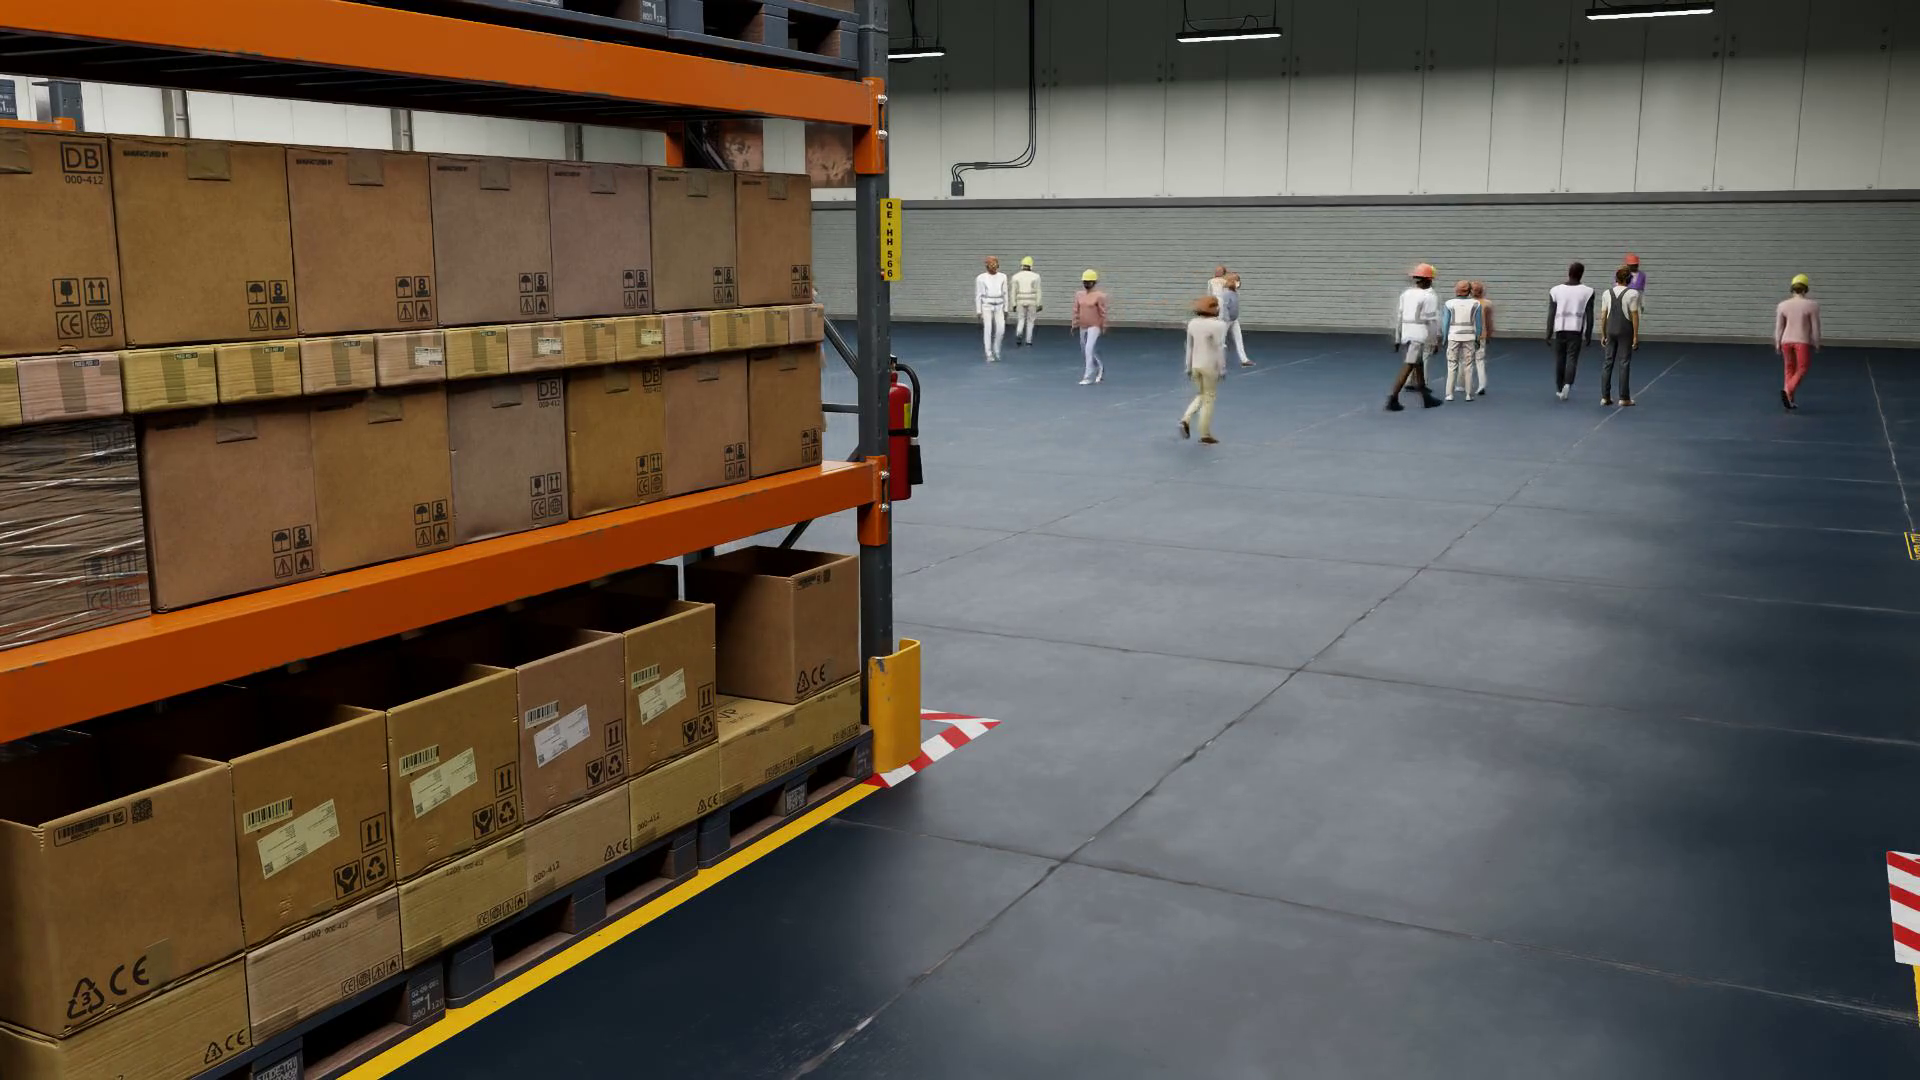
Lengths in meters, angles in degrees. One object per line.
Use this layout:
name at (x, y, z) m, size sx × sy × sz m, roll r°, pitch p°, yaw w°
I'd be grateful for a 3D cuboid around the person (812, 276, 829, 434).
person at (-1.415, -1.424, 14.901) m, size 0.451 × 1.893 × 0.671 m, roll -3°, pitch 11°, yaw -17°

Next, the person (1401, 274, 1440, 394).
person at (6.534, -2.977, 23.611) m, size 0.453 × 1.811 × 0.619 m, roll -7°, pitch 12°, yaw -33°

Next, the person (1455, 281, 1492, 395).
person at (7.280, -2.861, 23.554) m, size 0.517 × 1.610 × 0.809 m, roll 1°, pitch 10°, yaw 4°

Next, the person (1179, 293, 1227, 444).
person at (2.631, -1.828, 17.864) m, size 0.389 × 1.625 × 0.512 m, roll -7°, pitch 12°, yaw -33°

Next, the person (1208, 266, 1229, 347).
person at (5.190, -4.676, 33.366) m, size 0.509 × 1.629 × 0.316 m, roll 6°, pitch 12°, yaw 30°

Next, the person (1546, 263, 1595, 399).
person at (8.416, -2.885, 22.951) m, size 0.600 × 1.878 × 0.925 m, roll 5°, pitch 12°, yaw 26°

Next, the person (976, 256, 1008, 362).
person at (0.586, -4.086, 29.483) m, size 0.616 × 1.866 × 0.549 m, roll -3°, pitch 11°, yaw -16°

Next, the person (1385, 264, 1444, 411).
person at (5.856, -2.591, 21.353) m, size 0.976 × 1.884 × 0.563 m, roll -5°, pitch 12°, yaw -26°

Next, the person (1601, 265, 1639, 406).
person at (8.700, -2.688, 21.931) m, size 0.344 × 1.847 × 0.504 m, roll -10°, pitch 14°, yaw -42°

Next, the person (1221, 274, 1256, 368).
person at (4.623, -3.725, 28.289) m, size 0.879 × 1.577 × 0.515 m, roll 9°, pitch 14°, yaw 42°

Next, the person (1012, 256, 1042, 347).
person at (1.358, -4.776, 33.387) m, size 0.601 × 1.815 × 0.429 m, roll 3°, pitch 11°, yaw 18°

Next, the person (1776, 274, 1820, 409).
person at (10.713, -2.535, 21.340) m, size 0.656 × 1.747 × 0.536 m, roll -8°, pitch 13°, yaw -38°

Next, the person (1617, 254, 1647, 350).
person at (13.205, -4.684, 32.756) m, size 0.593 × 1.880 × 1.015 m, roll 1°, pitch 10°, yaw 6°

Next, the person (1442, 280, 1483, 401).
person at (6.792, -2.690, 22.518) m, size 0.522 × 1.636 × 0.310 m, roll 3°, pitch 11°, yaw 16°

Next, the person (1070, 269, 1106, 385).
person at (1.996, -3.223, 25.147) m, size 0.522 × 1.738 × 0.758 m, roll 9°, pitch 14°, yaw 40°
